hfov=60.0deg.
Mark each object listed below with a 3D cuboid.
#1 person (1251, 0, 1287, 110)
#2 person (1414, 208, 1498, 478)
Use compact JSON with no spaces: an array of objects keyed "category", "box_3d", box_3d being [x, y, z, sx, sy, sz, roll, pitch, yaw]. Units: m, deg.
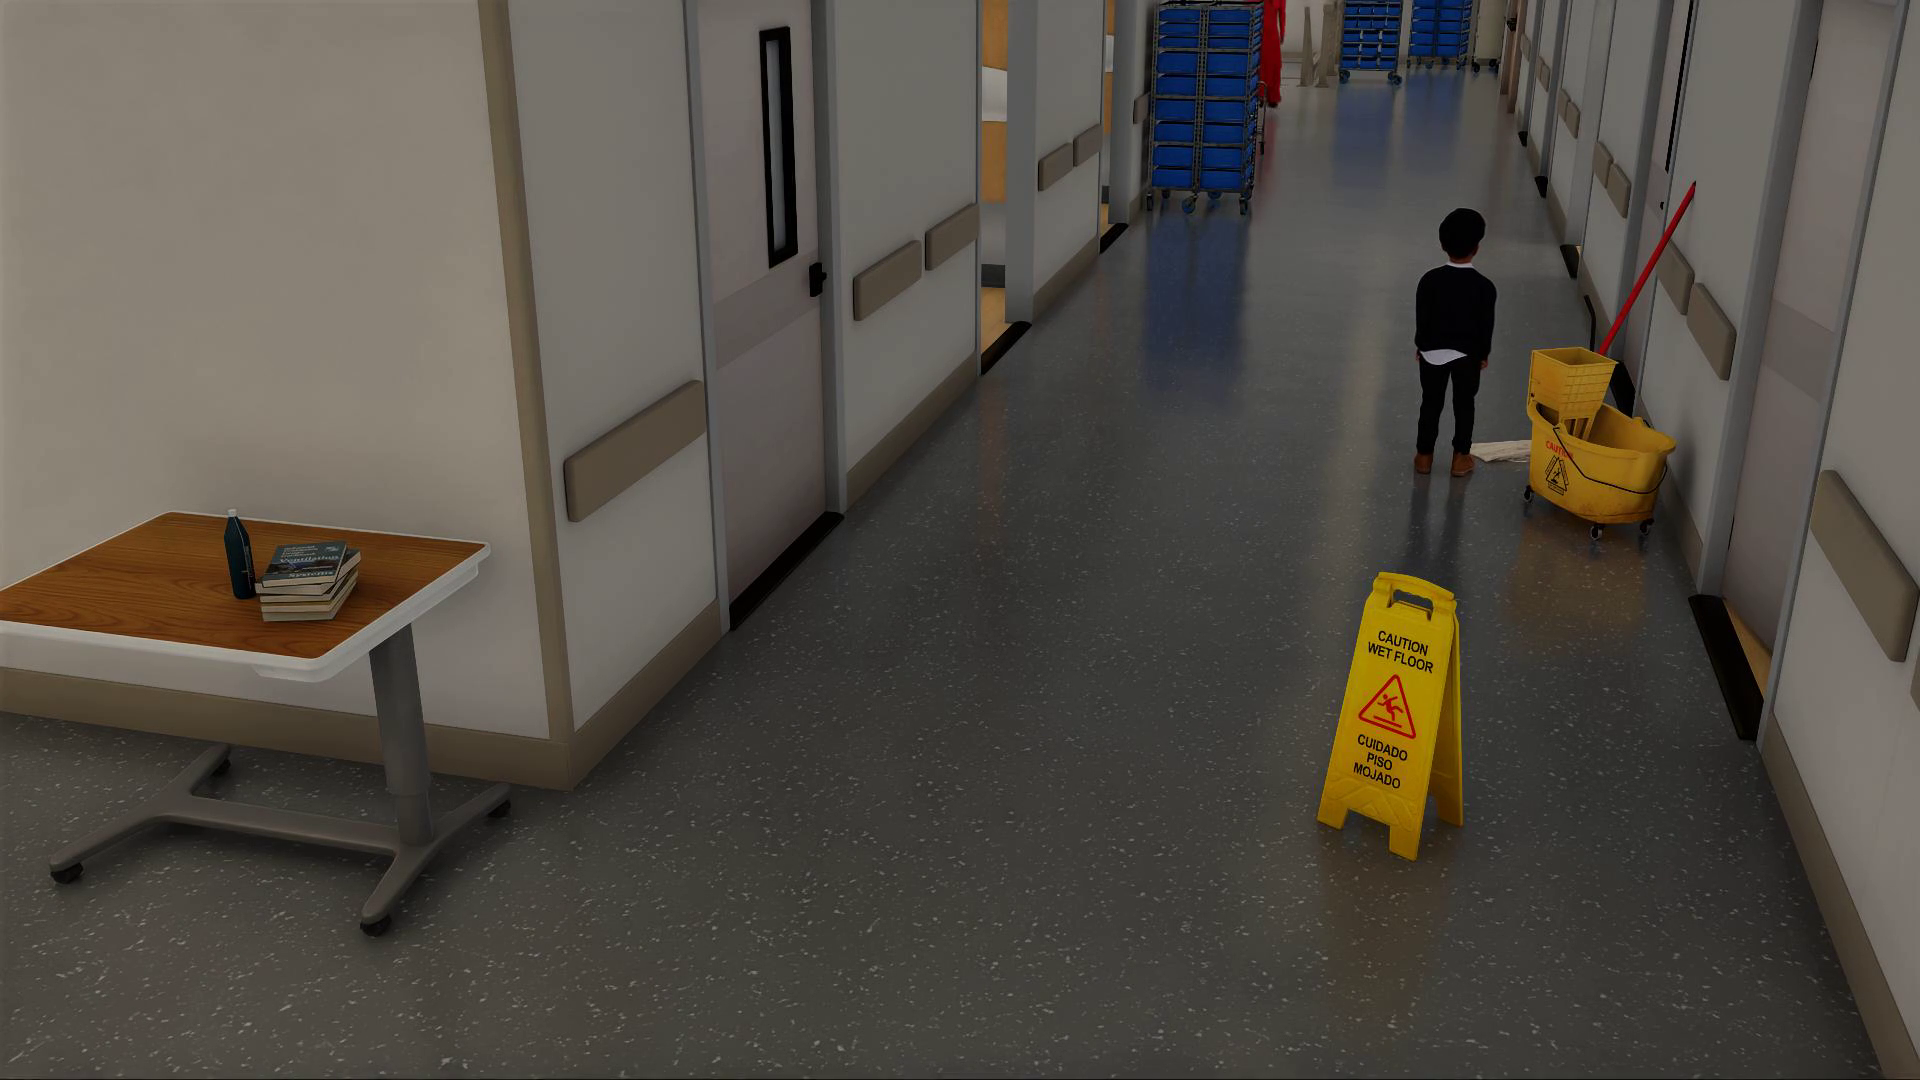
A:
[{"category":"person","box_3d":[3.977,-6.522,21.685,0.725,1.764,0.852,1,21,3]},{"category":"person","box_3d":[2.253,-0.900,7.600,0.526,1.227,0.531,8,22,21]}]
